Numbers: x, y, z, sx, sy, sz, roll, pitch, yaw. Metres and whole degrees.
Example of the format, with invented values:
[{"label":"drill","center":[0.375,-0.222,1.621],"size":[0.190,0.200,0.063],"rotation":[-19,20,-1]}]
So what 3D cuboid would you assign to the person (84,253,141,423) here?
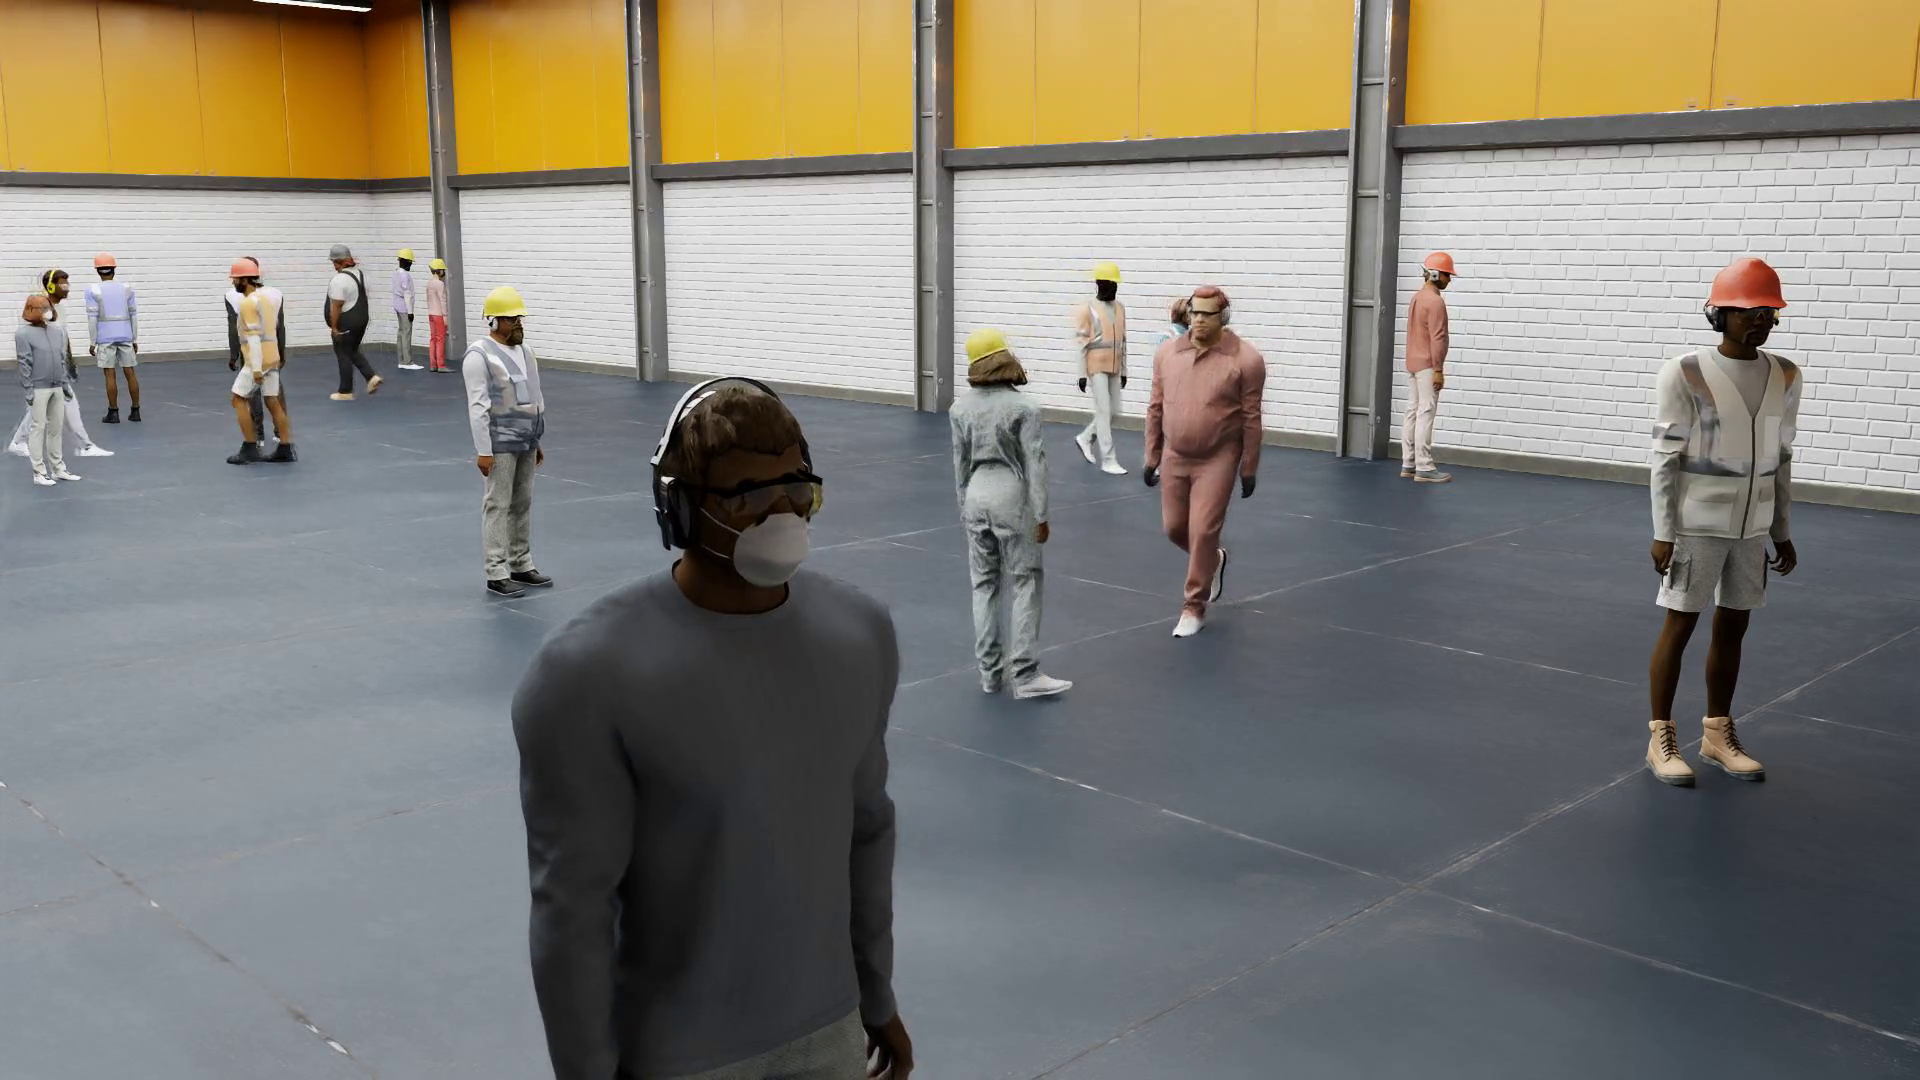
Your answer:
[{"label":"person","center":[-9.657,-2.295,18.953],"size":[0.376,1.934,0.546],"rotation":[10,14,42]}]

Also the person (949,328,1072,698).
[{"label":"person","center":[0.220,-0.128,7.769],"size":[0.620,1.705,0.330],"rotation":[7,12,33]}]

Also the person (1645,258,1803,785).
[{"label":"person","center":[2.979,-0.062,6.470],"size":[0.605,2.045,0.378],"rotation":[-2,11,-11]}]

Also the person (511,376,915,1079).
[{"label":"person","center":[-0.325,0.730,2.444],"size":[0.627,1.940,0.375],"rotation":[-9,14,-42]}]

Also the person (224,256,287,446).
[{"label":"person","center":[-7.134,-1.911,16.904],"size":[0.398,1.917,0.590],"rotation":[10,14,43]}]

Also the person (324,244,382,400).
[{"label":"person","center":[-7.928,-2.816,21.499],"size":[0.579,2.000,0.700],"rotation":[2,11,12]}]

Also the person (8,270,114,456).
[{"label":"person","center":[-8.774,-1.685,16.026],"size":[0.967,1.822,0.531],"rotation":[-2,11,-12]}]

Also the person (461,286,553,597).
[{"label":"person","center":[-2.677,-0.587,9.909],"size":[0.404,1.831,0.600],"rotation":[4,11,19]}]

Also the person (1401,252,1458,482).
[{"label":"person","center":[4.092,-1.507,14.513],"size":[0.402,1.985,0.613],"rotation":[-1,10,-5]}]

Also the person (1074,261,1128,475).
[{"label":"person","center":[1.284,-1.567,15.051],"size":[0.603,1.908,0.748],"rotation":[-9,14,-41]}]

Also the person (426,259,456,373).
[{"label":"person","center":[-8.101,-3.485,25.899],"size":[0.324,1.767,0.533],"rotation":[-9,14,-41]}]

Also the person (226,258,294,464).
[{"label":"person","center":[-6.624,-1.657,15.535],"size":[0.711,1.914,0.560],"rotation":[0,10,-1]}]

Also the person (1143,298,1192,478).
[{"label":"person","center":[1.906,-1.295,14.421],"size":[0.851,1.596,0.530],"rotation":[9,14,40]}]

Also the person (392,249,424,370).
[{"label":"person","center":[-8.834,-3.677,26.530],"size":[0.379,1.918,0.585],"rotation":[-7,12,-33]}]

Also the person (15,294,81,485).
[{"label":"person","center":[-7.855,-1.292,14.302],"size":[0.282,1.633,0.500],"rotation":[2,11,12]}]

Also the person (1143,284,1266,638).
[{"label":"person","center":[1.338,-0.450,9.049],"size":[0.664,1.878,0.767],"rotation":[6,12,31]}]
